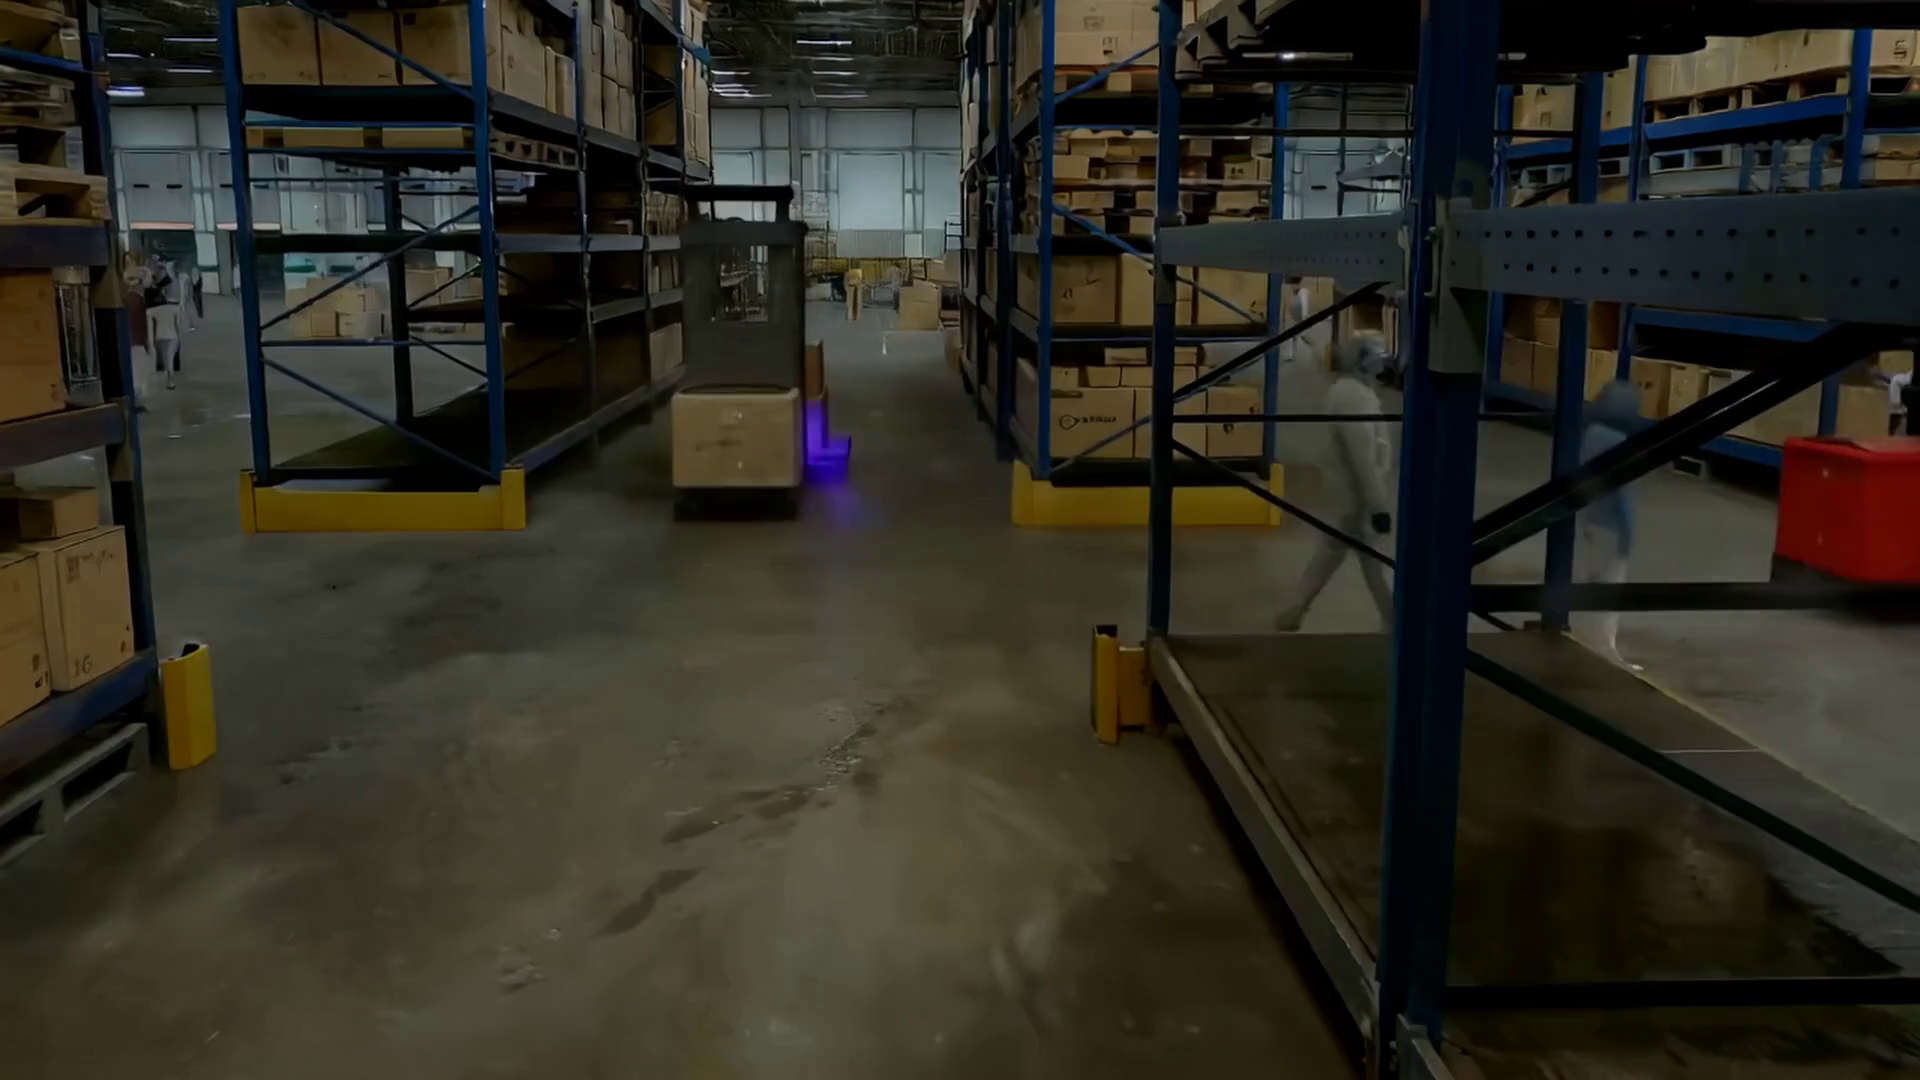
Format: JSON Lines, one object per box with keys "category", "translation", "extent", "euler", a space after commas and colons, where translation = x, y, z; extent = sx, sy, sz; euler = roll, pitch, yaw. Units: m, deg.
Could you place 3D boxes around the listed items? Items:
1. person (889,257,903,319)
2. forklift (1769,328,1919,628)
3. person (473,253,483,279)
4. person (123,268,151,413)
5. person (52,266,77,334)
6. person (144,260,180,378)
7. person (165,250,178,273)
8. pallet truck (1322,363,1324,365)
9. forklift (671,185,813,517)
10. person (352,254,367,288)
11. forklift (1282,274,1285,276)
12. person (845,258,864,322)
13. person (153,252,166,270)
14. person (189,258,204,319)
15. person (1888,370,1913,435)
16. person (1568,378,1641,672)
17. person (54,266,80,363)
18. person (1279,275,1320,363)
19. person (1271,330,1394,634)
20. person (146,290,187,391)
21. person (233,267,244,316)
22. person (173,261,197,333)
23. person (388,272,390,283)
{"category": "person", "translation": [-1.847, -7.321, 48.665], "extent": [0.558, 1.888, 0.629], "euler": [5, 11, 25]}
{"category": "forklift", "translation": [6.286, -0.935, 10.327], "extent": [1.873, 2.768, 1.129], "euler": [-1, 10, -3]}
{"category": "person", "translation": [-16.751, -9.013, 57.978], "extent": [0.372, 1.931, 0.629], "euler": [-9, 14, -41]}
{"category": "person", "translation": [-11.333, -2.694, 22.621], "extent": [0.403, 1.983, 0.617], "euler": [9, 14, 42]}
{"category": "person", "translation": [-22.138, -5.899, 40.811], "extent": [0.999, 1.863, 0.608], "euler": [-6, 12, -30]}
{"category": "person", "translation": [-13.840, -3.821, 28.744], "extent": [0.688, 2.000, 0.536], "euler": [6, 12, 30]}
{"category": "person", "translation": [-32.679, -11.028, 69.083], "extent": [0.571, 1.972, 0.651], "euler": [2, 10, 9]}
{"category": "pallet truck", "translation": [7.712, -4.157, 30.737], "extent": [1.885, 1.965, 0.823], "euler": [3, 11, 16]}
{"category": "forklift", "translation": [-1.912, -1.692, 14.546], "extent": [1.129, 2.768, 1.873], "euler": [0, 10, -2]}
{"category": "person", "translation": [-23.283, -10.164, 64.567], "extent": [1.034, 1.871, 0.606], "euler": [10, 14, 44]}
{"category": "forklift", "translation": [12.135, -10.832, 65.467], "extent": [1.129, 2.768, 1.873], "euler": [0, 10, -2]}
{"category": "person", "translation": [-3.088, -7.286, 48.525], "extent": [0.574, 1.876, 0.355], "euler": [-4, 11, -21]}
{"category": "person", "translation": [-31.762, -10.413, 65.823], "extent": [0.864, 1.911, 0.647], "euler": [8, 13, 37]}
{"category": "person", "translation": [-23.320, -7.684, 50.813], "extent": [0.328, 1.842, 0.514], "euler": [-3, 11, -16]}
{"category": "person", "translation": [7.129, -0.698, 12.306], "extent": [0.539, 1.696, 0.317], "euler": [3, 11, 15]}
{"category": "person", "translation": [3.472, -0.072, 9.008], "extent": [0.456, 1.620, 0.525], "euler": [0, 10, -2]}
{"category": "person", "translation": [-17.372, -4.402, 32.261], "extent": [0.545, 1.942, 0.354], "euler": [-1, 10, -4]}
{"category": "person", "translation": [6.580, -4.309, 32.098], "extent": [0.786, 1.816, 0.632], "euler": [-1, 10, -4]}
{"category": "person", "translation": [2.264, -0.264, 9.463], "extent": [1.019, 1.852, 0.667], "euler": [1, 10, 6]}
{"category": "person", "translation": [-12.590, -3.162, 26.355], "extent": [0.517, 1.580, 0.893], "euler": [-2, 10, -10]}
{"category": "person", "translation": [-22.500, -7.936, 52.362], "extent": [0.655, 1.787, 0.980], "euler": [-9, 13, -40]}
{"category": "person", "translation": [-20.146, -6.281, 43.016], "extent": [0.713, 1.840, 0.539], "euler": [-8, 13, -39]}
{"category": "person", "translation": [-18.735, -8.399, 55.234], "extent": [0.534, 1.692, 0.321], "euler": [-10, 14, -44]}
